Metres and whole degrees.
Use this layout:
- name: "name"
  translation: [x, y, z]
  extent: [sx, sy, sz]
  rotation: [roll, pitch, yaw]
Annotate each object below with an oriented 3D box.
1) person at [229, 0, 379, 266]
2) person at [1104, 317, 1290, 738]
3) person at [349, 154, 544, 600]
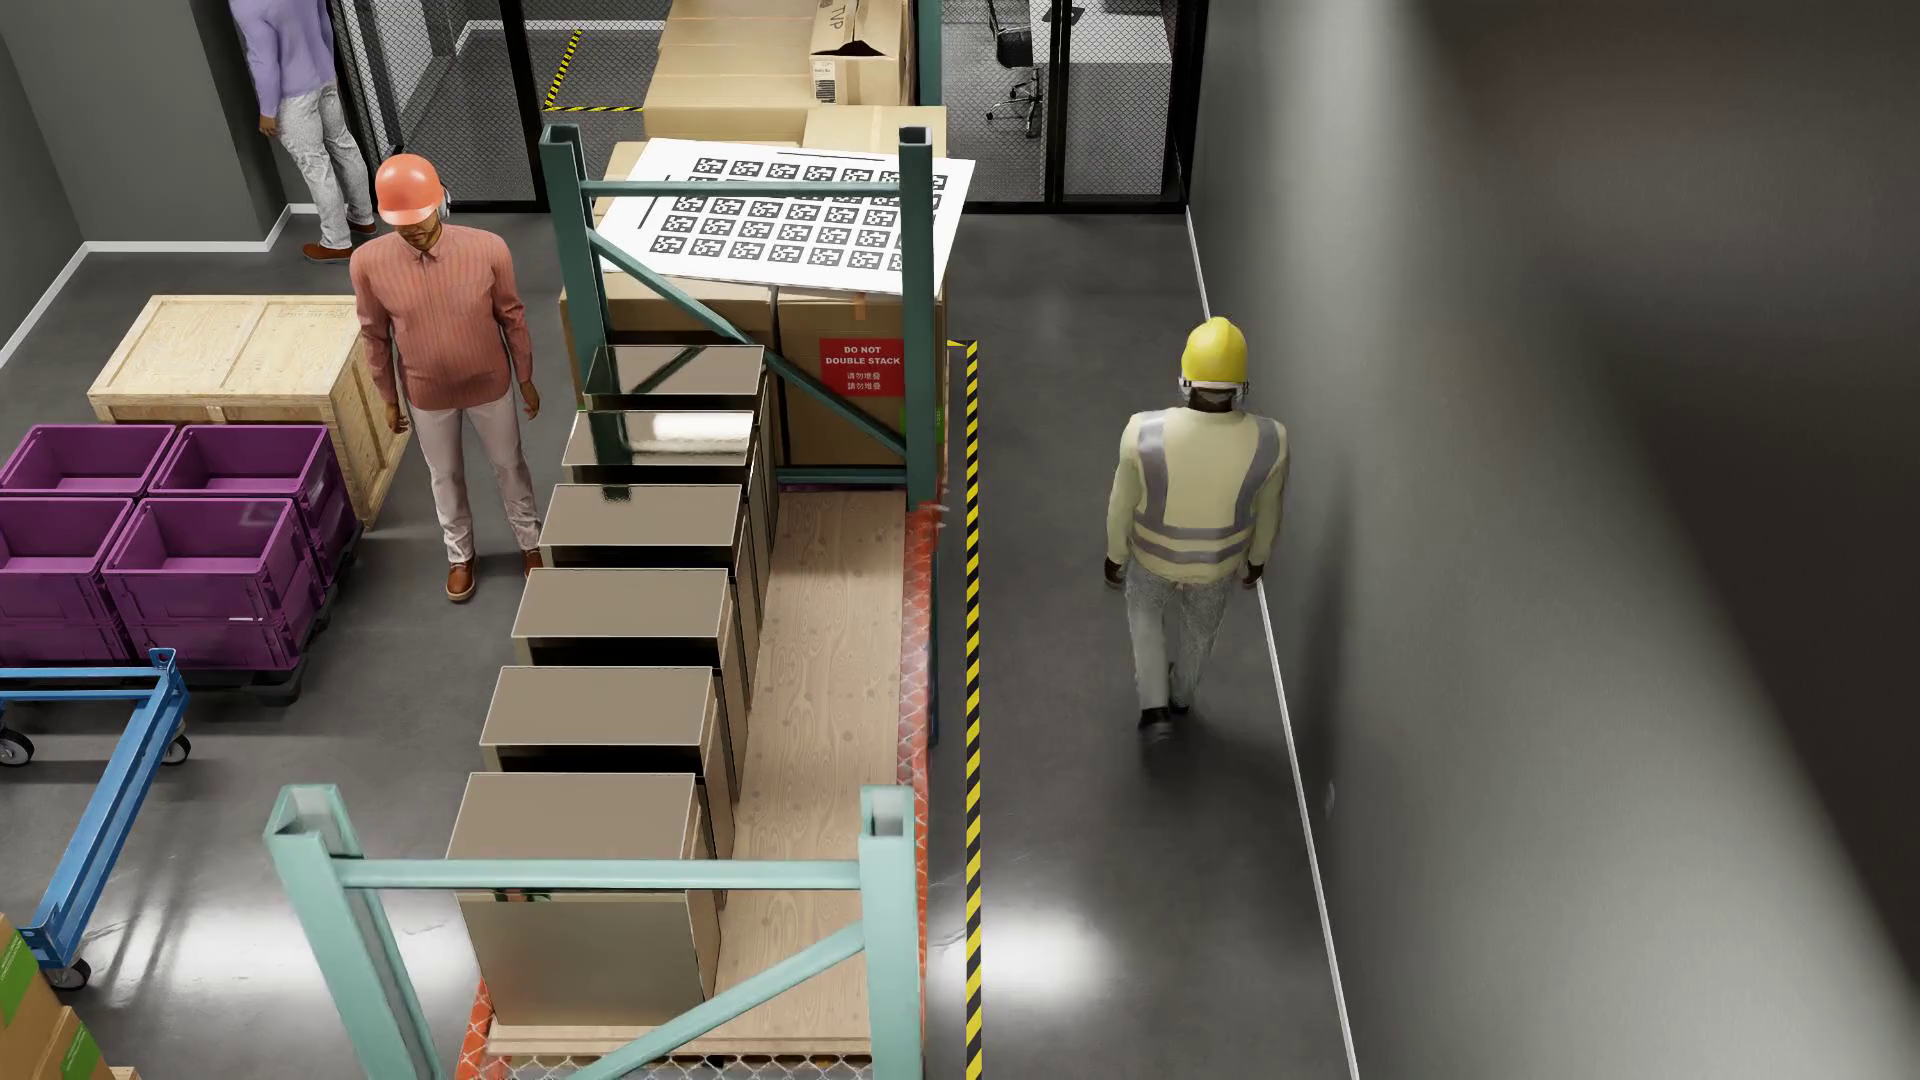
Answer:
- name: "person"
  translation: [-3.403, -2.334, 8.554]
  extent: [0.370, 1.941, 0.627]
  rotation: [11, 42, 13]
- name: "person"
  translation: [0.827, 0.026, 5.943]
  extent: [0.614, 1.820, 0.466]
  rotation: [1, 41, 1]
- name: "person"
  translation: [-1.978, -0.611, 6.542]
  extent: [0.622, 1.993, 0.371]
  rotation: [-10, 42, -11]
